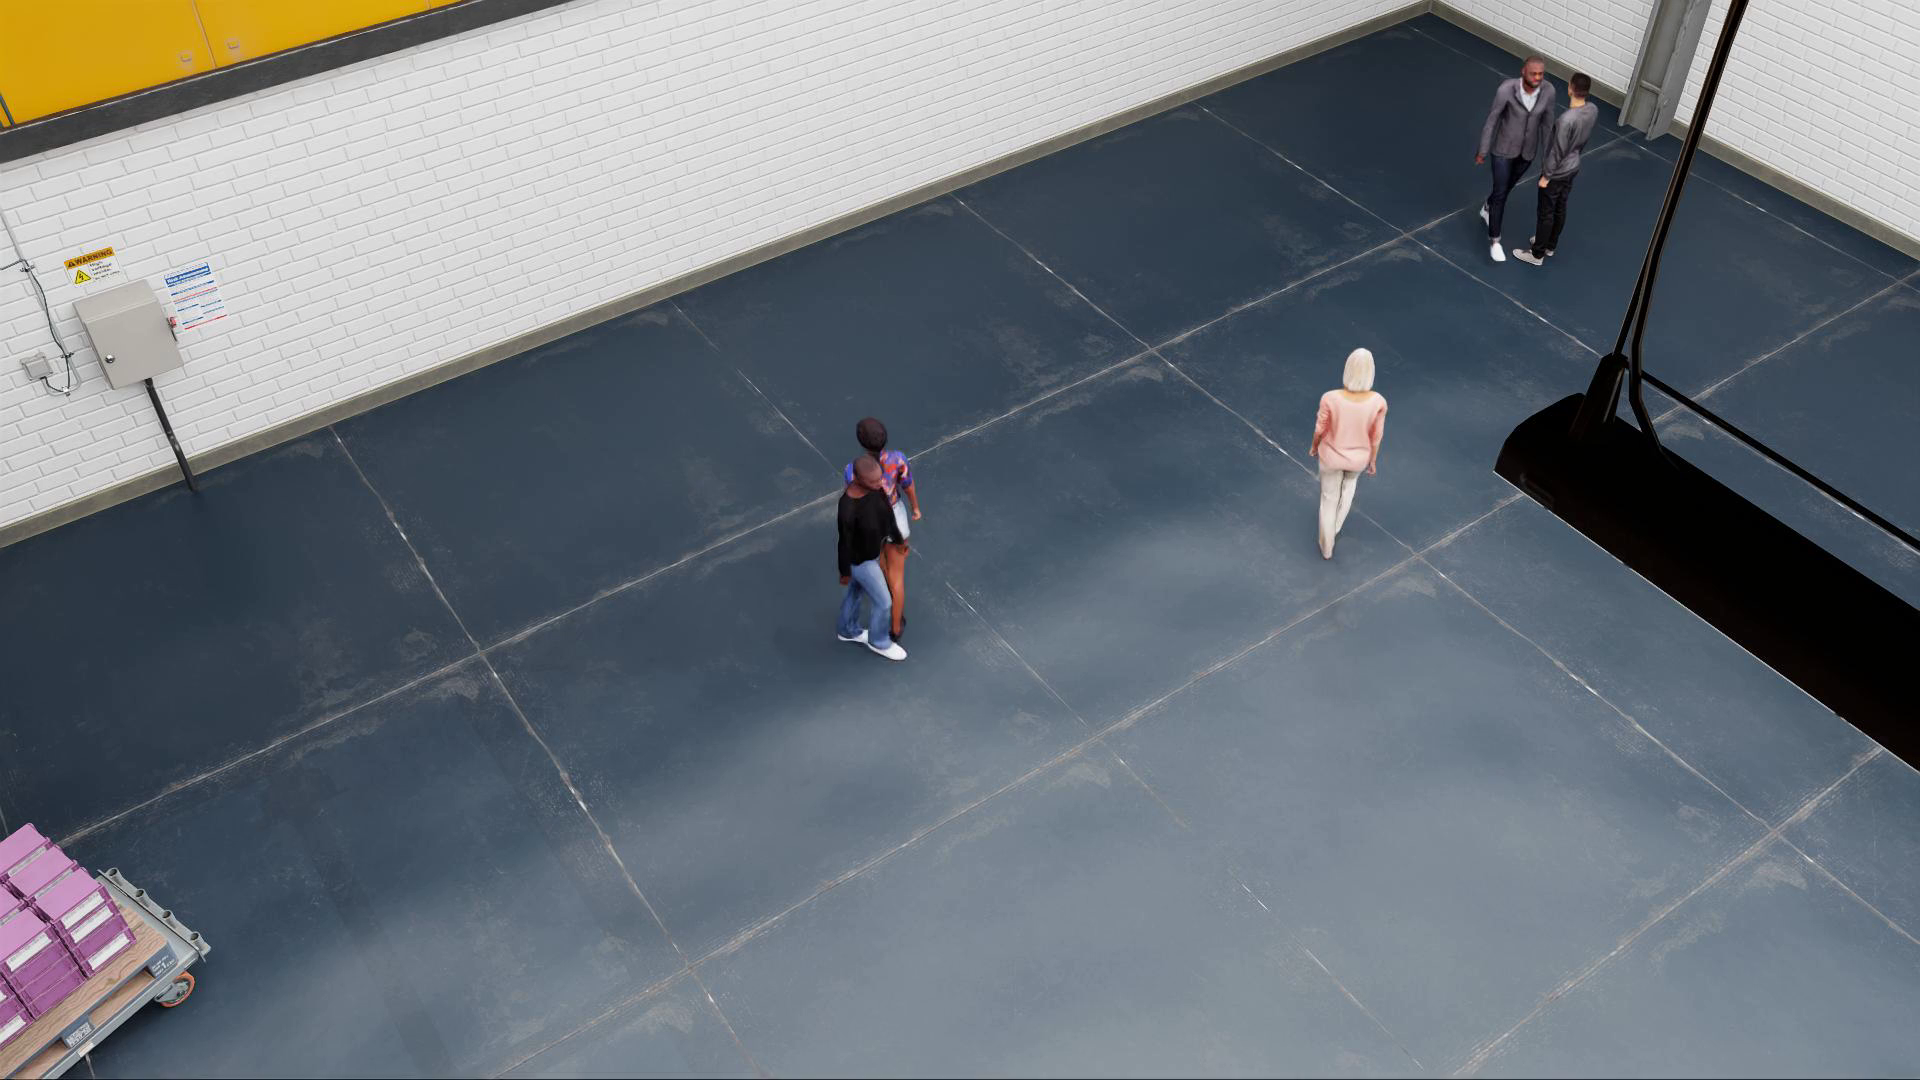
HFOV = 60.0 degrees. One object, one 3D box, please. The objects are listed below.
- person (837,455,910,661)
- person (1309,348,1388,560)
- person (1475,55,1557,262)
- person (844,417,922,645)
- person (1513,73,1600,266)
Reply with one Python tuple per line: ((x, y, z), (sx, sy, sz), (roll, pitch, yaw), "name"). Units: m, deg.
((-0.719, 0.079, 10.845), (0.908, 1.725, 0.841), (9, 44, 10), "person")
((2.659, -0.534, 11.498), (0.800, 1.712, 0.863), (4, 44, 5), "person")
((4.791, -3.407, 14.470), (1.067, 1.772, 1.250), (-3, 44, -4), "person")
((-0.513, -0.021, 10.966), (0.928, 1.702, 1.110), (-5, 44, -6), "person")
((5.144, -3.170, 14.228), (0.623, 1.761, 0.552), (-29, 51, -27), "person")
